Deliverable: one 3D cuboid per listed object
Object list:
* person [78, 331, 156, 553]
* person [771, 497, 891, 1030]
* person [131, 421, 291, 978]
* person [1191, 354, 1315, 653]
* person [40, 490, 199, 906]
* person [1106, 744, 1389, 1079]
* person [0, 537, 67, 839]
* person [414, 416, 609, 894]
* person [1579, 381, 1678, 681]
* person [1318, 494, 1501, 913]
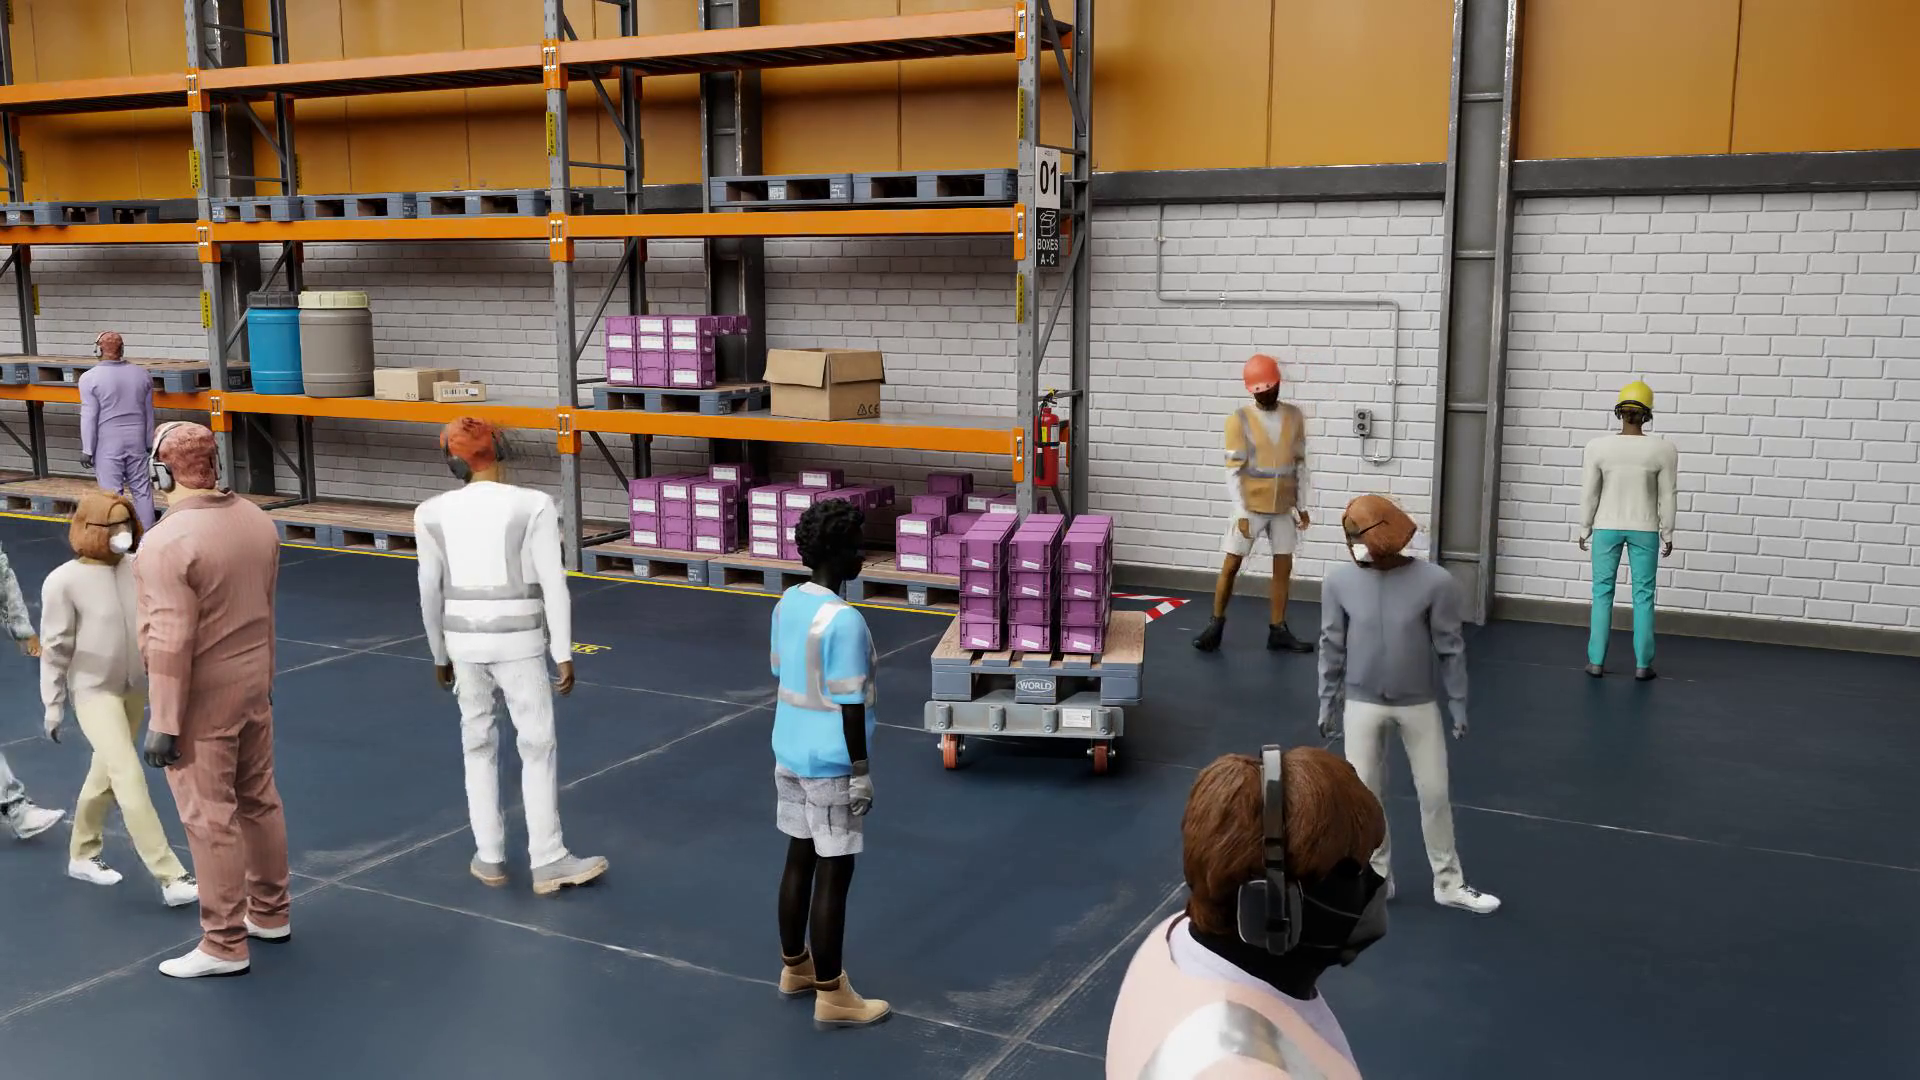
[{"bbox_3d":[-7.091,-0.799,13.986,0.406,1.910,0.639,6,11,32],"label":"person"},{"bbox_3d":[-0.427,0.705,5.351,0.317,1.697,0.540,-5,11,-29],"label":"person"},{"bbox_3d":[-2.597,0.543,5.720,0.401,1.904,0.649,2,9,9],"label":"person"},{"bbox_3d":[1.858,-0.211,10.388,0.819,1.903,0.479,-3,10,-16],"label":"person"},{"bbox_3d":[-3.190,0.594,6.355,0.845,1.579,0.520,4,10,21],"label":"person"},{"bbox_3d":[0.380,1.158,2.120,0.430,1.845,0.619,0,9,2],"label":"person"},{"bbox_3d":[-4.188,0.432,7.046,0.921,1.692,0.497,2,9,13],"label":"person"},{"bbox_3d":[-1.763,0.447,6.495,0.734,1.847,0.417,1,9,7],"label":"person"},{"bbox_3d":[3.934,-0.053,9.818,0.533,1.767,0.322,4,10,22],"label":"person"},{"bbox_3d":[1.675,0.626,6.171,0.697,1.592,0.333,3,10,19],"label":"person"}]
